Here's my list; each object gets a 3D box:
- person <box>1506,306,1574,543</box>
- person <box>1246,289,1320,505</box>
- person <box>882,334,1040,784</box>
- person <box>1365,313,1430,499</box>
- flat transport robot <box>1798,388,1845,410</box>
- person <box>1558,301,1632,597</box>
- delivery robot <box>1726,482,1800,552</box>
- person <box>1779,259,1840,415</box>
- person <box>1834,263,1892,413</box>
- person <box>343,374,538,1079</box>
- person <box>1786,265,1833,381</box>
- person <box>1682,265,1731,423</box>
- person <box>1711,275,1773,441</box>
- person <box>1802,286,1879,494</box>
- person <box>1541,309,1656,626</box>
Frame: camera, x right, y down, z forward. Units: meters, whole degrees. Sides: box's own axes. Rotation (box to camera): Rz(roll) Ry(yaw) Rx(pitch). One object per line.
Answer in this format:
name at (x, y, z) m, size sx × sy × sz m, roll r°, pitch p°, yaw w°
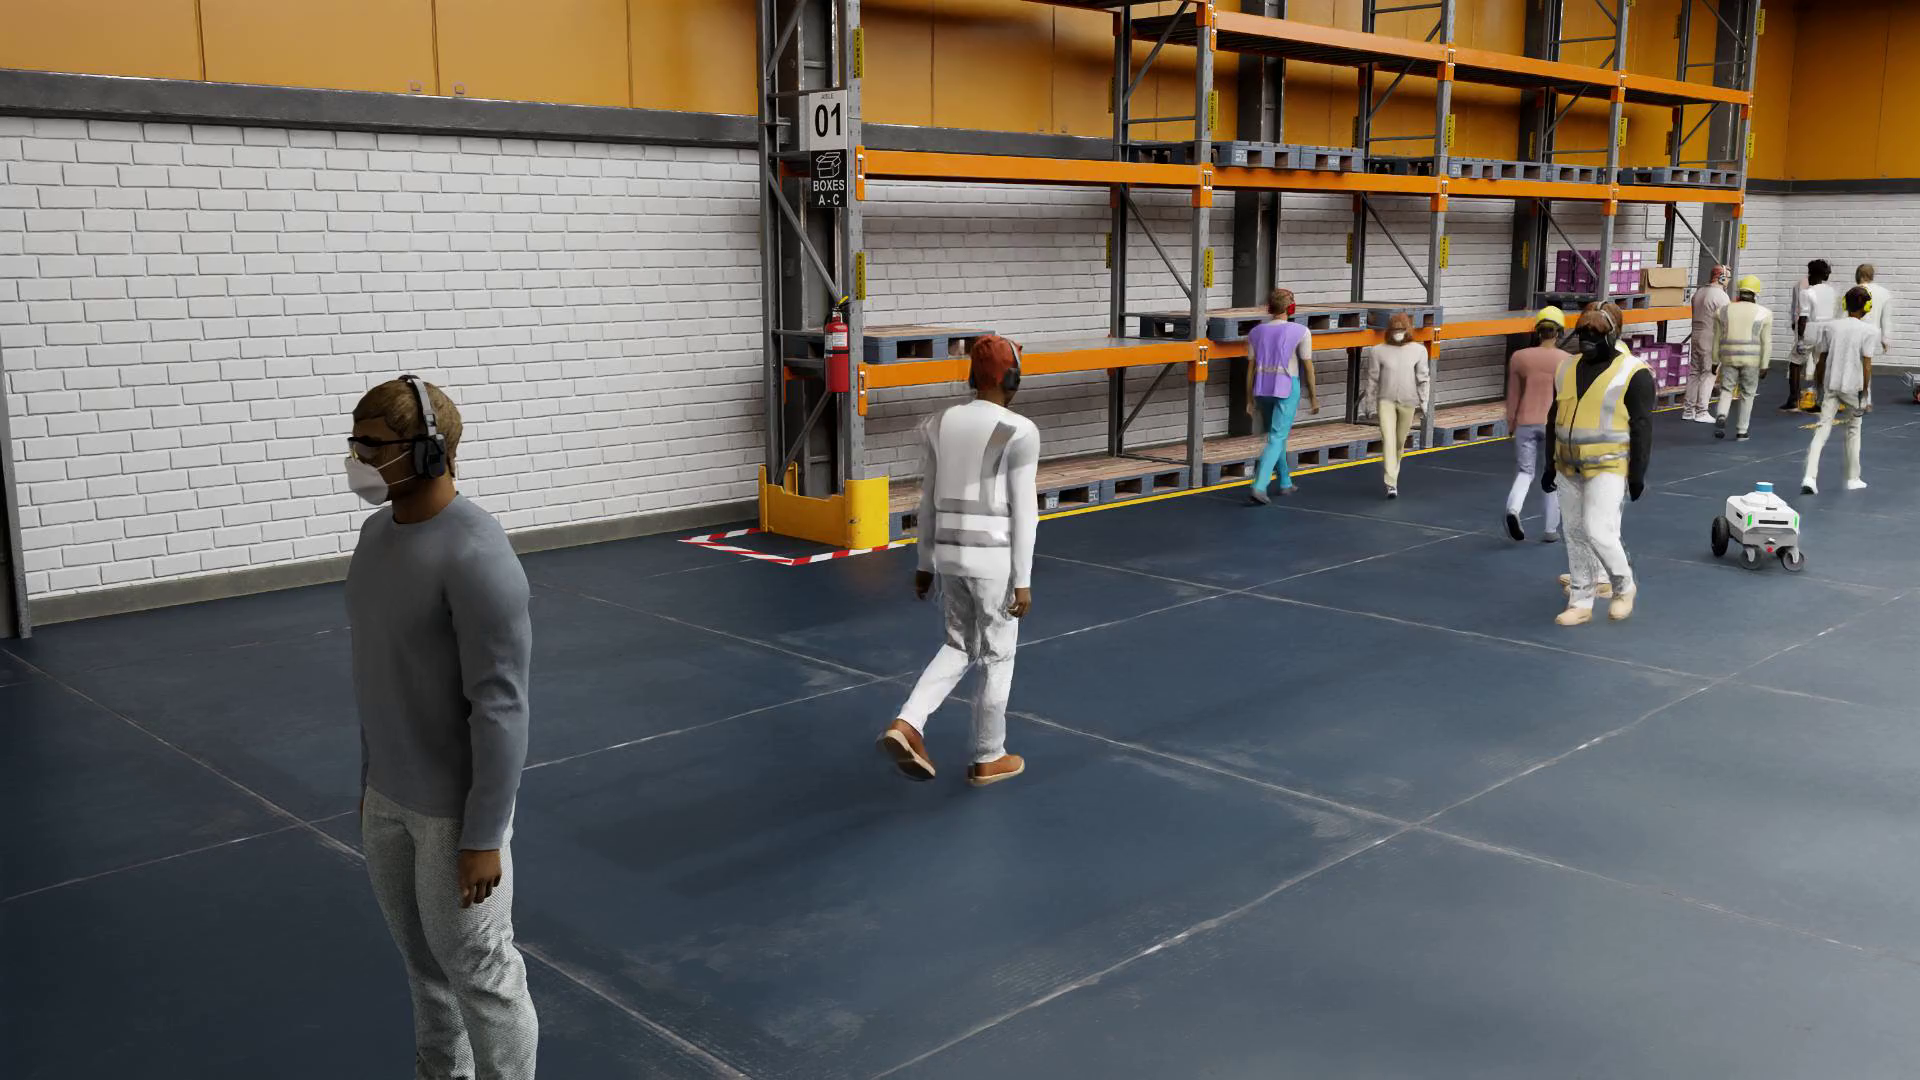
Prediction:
person at (4.178, -0.821, 12.036) m, size 0.541 × 1.735 × 0.638 m, roll 8°, pitch 13°, yaw 36°
person at (2.676, -1.214, 14.031) m, size 0.572 × 1.802 × 0.973 m, roll 9°, pitch 14°, yaw 42°
person at (0.009, 0.107, 6.688) m, size 0.583 × 1.860 × 0.630 m, roll 9°, pitch 14°, yaw 42°
person at (3.763, -1.161, 14.335) m, size 0.509 × 1.578 × 0.889 m, roll 1°, pitch 10°, yaw 6°
flat transport robot at (11.400, -1.861, 21.720) m, size 0.652 × 0.197 × 1.431 m, roll 7°, pitch 13°, yaw 35°
person at (3.966, -0.561, 10.359) m, size 0.430 × 1.840 × 0.625 m, roll 3°, pitch 11°, yaw 17°
delivery robot at (5.476, -0.150, 11.359) m, size 0.477 × 0.478 × 0.707 m, roll 3°, pitch 11°, yaw 14°
person at (10.671, -2.545, 20.894) m, size 0.604 × 1.938 × 0.734 m, roll -2°, pitch 11°, yaw -12°
person at (11.459, -2.569, 21.196) m, size 0.653 × 1.889 × 1.022 m, roll -1°, pitch 10°, yaw -3°
person at (-1.195, 0.594, 3.783) m, size 0.372 × 1.940 × 0.631 m, roll -10°, pitch 14°, yaw -44°
person at (13.144, -3.349, 25.694) m, size 0.436 × 1.806 × 0.653 m, roll -6°, pitch 12°, yaw -30°
person at (9.026, -2.352, 19.996) m, size 0.394 × 1.891 × 0.633 m, roll -1°, pitch 10°, yaw -8°
person at (8.461, -1.956, 18.028) m, size 0.604 × 1.811 × 0.616 m, roll 8°, pitch 13°, yaw 36°
person at (7.674, -1.299, 14.505) m, size 1.014 × 1.812 × 0.538 m, roll -8°, pitch 13°, yaw -38°
person at (3.626, -0.405, 9.545) m, size 0.433 × 1.828 × 0.621 m, roll -6°, pitch 12°, yaw -31°
